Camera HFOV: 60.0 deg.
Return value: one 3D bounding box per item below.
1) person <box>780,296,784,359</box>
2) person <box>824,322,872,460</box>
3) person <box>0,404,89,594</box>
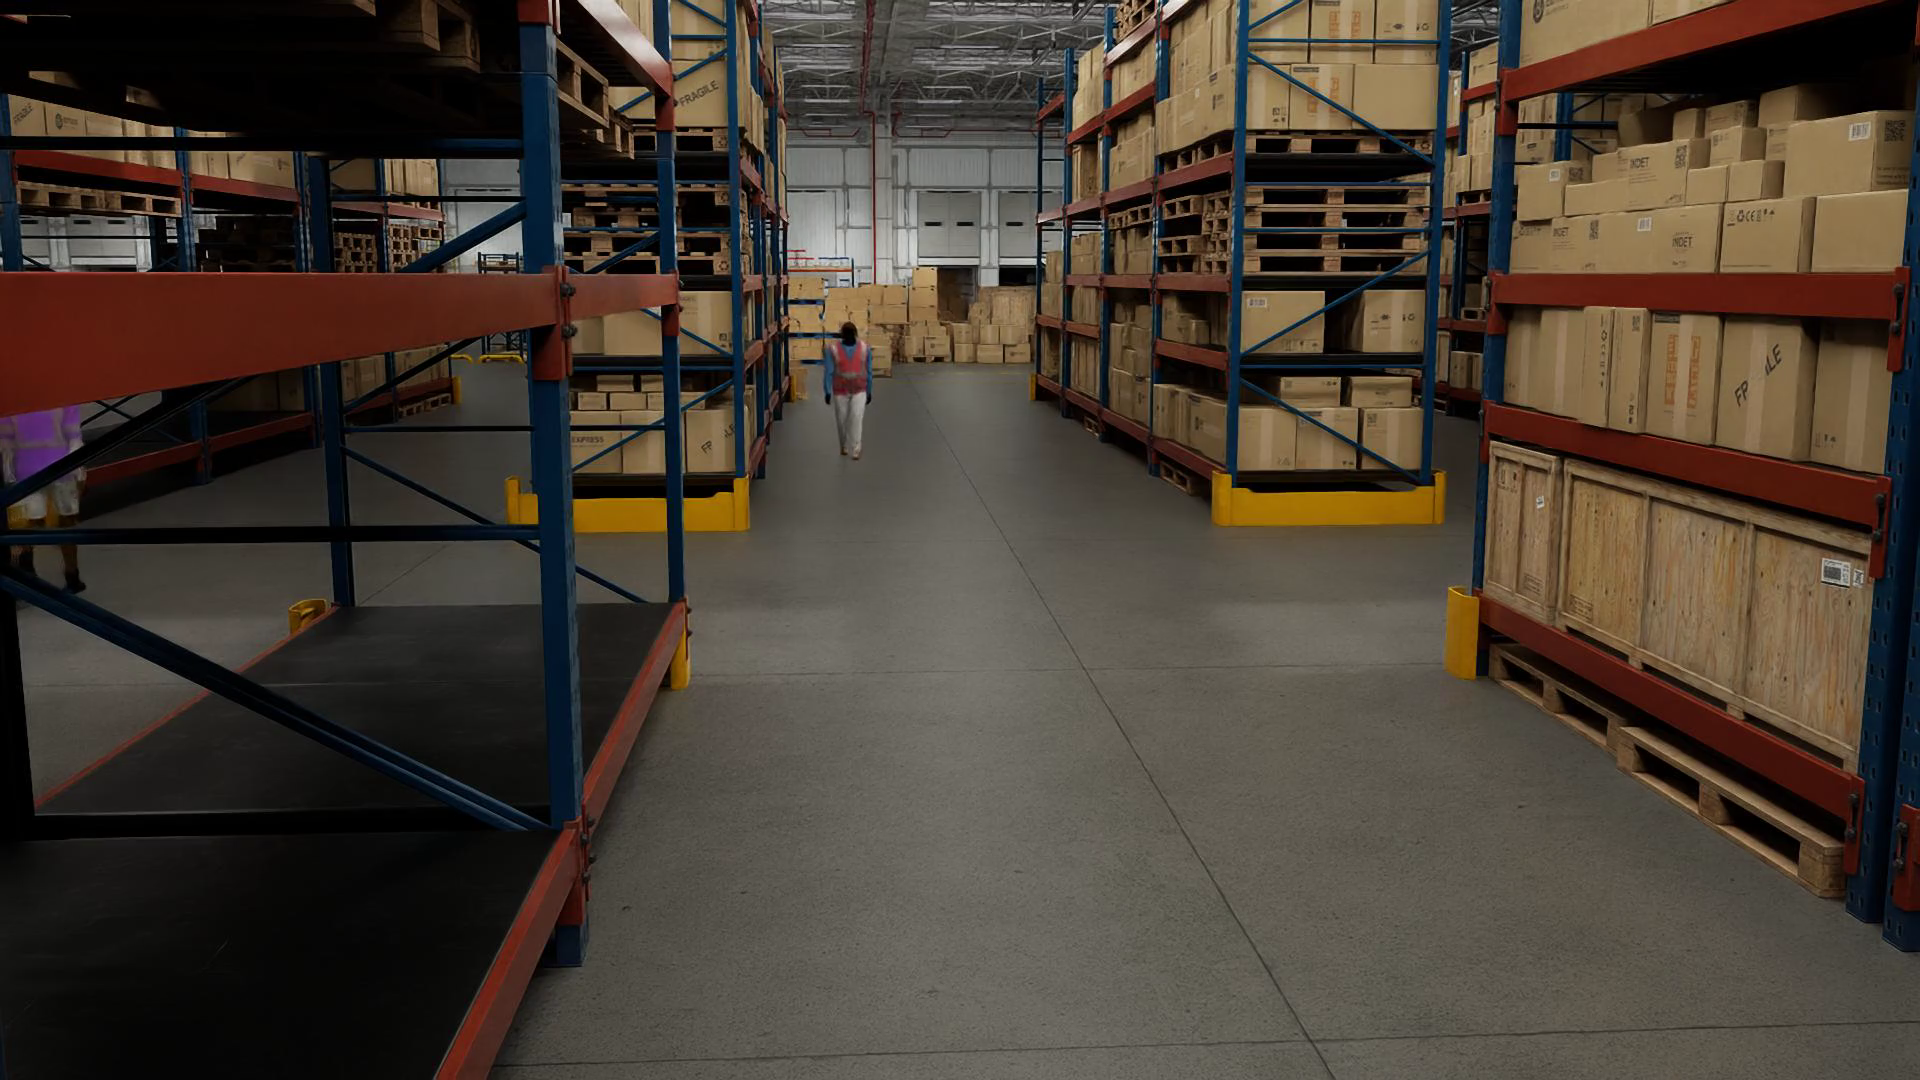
[{"bbox_3d":[-3.907,-4.275,35.787,0.601,1.971,0.643,4,10,24],"label":"person"},{"bbox_3d":[-1.472,-1.976,21.914,0.635,1.808,0.905,-1,9,-7],"label":"person"},{"bbox_3d":[-6.789,-0.499,12.302,0.563,1.914,0.702,-2,9,-12],"label":"person"}]
